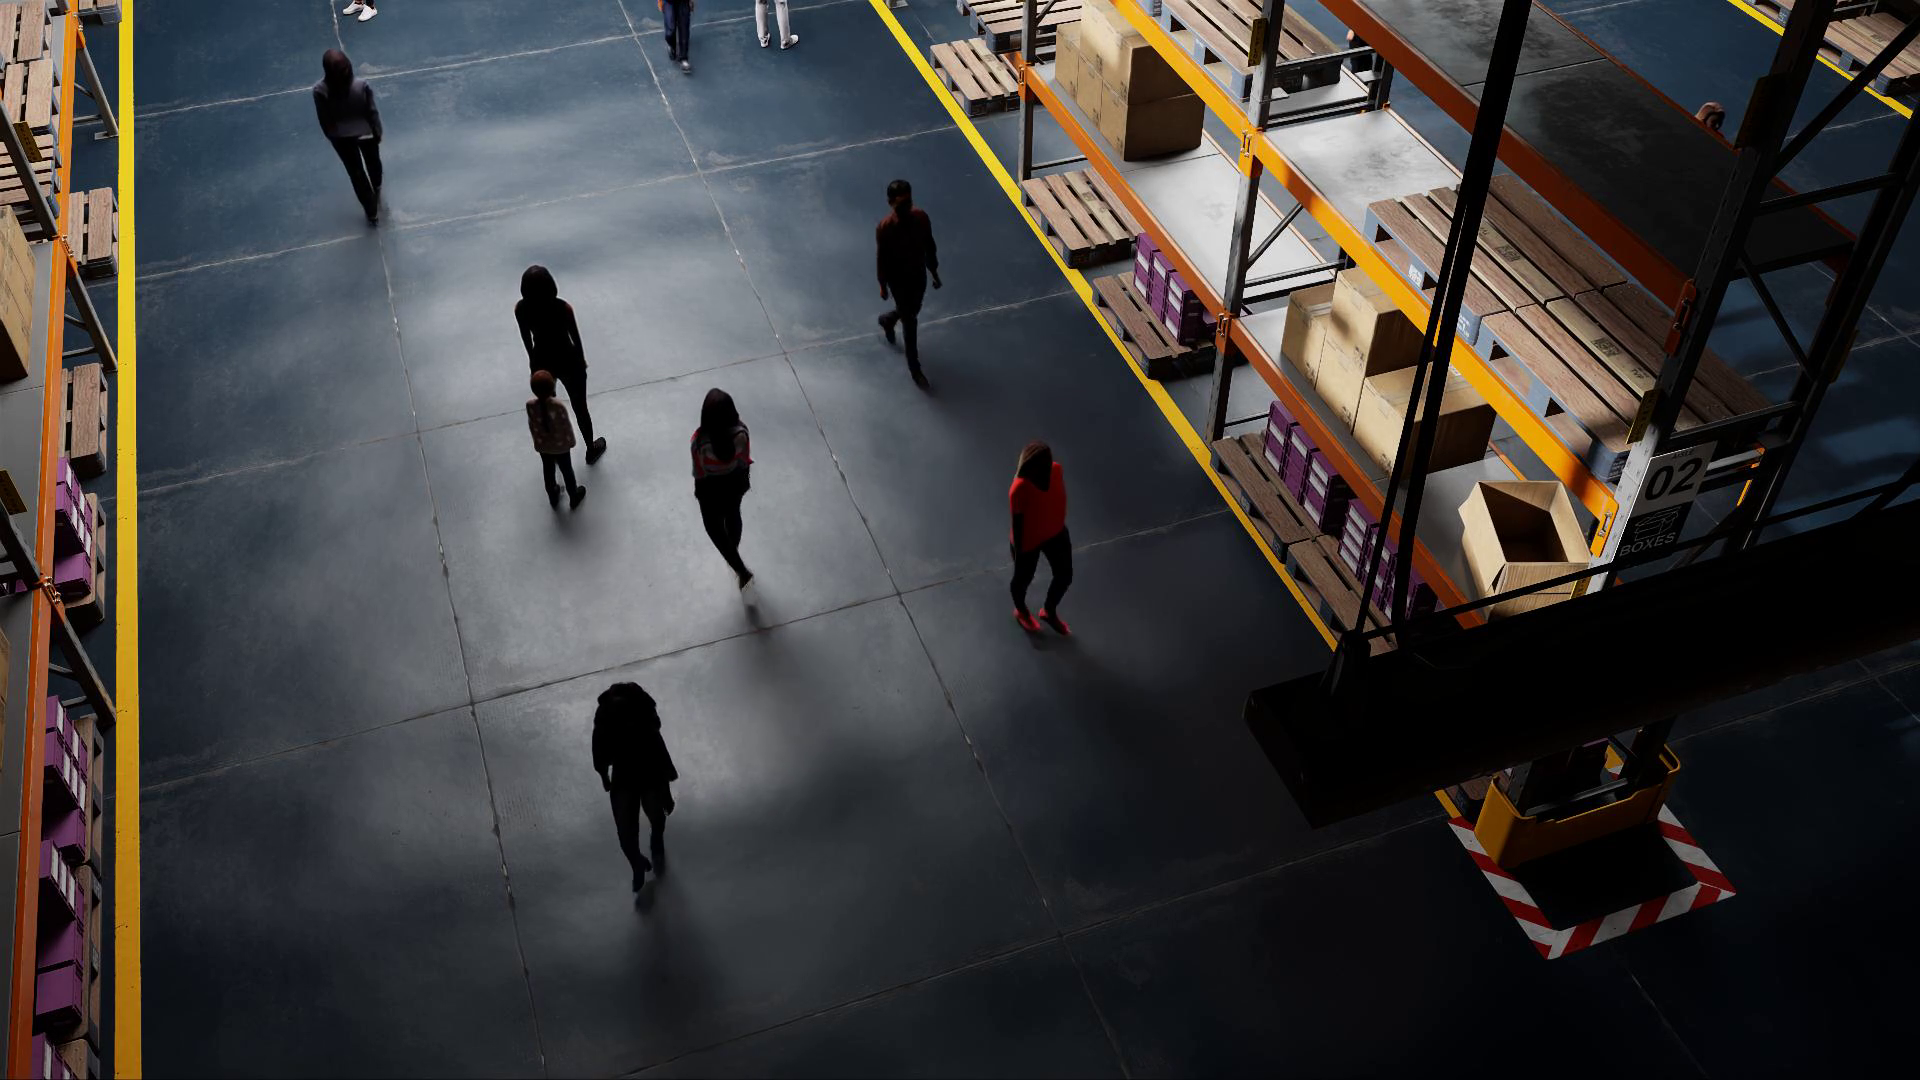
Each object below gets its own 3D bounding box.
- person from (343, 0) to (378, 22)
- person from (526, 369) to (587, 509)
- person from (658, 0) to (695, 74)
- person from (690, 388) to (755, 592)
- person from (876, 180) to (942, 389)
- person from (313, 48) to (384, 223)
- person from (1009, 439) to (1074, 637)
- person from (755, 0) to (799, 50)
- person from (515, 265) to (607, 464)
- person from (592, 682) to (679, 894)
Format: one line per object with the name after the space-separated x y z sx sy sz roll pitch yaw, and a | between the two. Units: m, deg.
-6.547 -6.380 17.738 0.607 1.629 0.715 32 52 29 | person
-2.974 -0.731 12.124 0.542 1.193 0.565 5 44 5 | person
-2.886 -5.553 16.933 0.530 1.541 0.681 -10 45 -11 | person
-1.601 -0.332 11.412 0.709 1.598 0.944 -23 48 -22 | person
-0.463 -2.112 13.168 0.825 1.752 1.160 -25 49 -24 | person
-5.415 -3.593 14.864 0.675 1.557 1.023 -15 46 -15 | person
0.453 -0.049 11.056 0.717 1.679 0.750 -28 50 -26 | person
-1.995 -5.979 17.129 0.746 1.888 0.771 10 45 10 | person
-2.988 -1.295 12.319 0.663 1.741 0.642 1 44 1 | person
-1.849 1.341 9.648 0.721 1.608 0.740 -3 44 -3 | person
